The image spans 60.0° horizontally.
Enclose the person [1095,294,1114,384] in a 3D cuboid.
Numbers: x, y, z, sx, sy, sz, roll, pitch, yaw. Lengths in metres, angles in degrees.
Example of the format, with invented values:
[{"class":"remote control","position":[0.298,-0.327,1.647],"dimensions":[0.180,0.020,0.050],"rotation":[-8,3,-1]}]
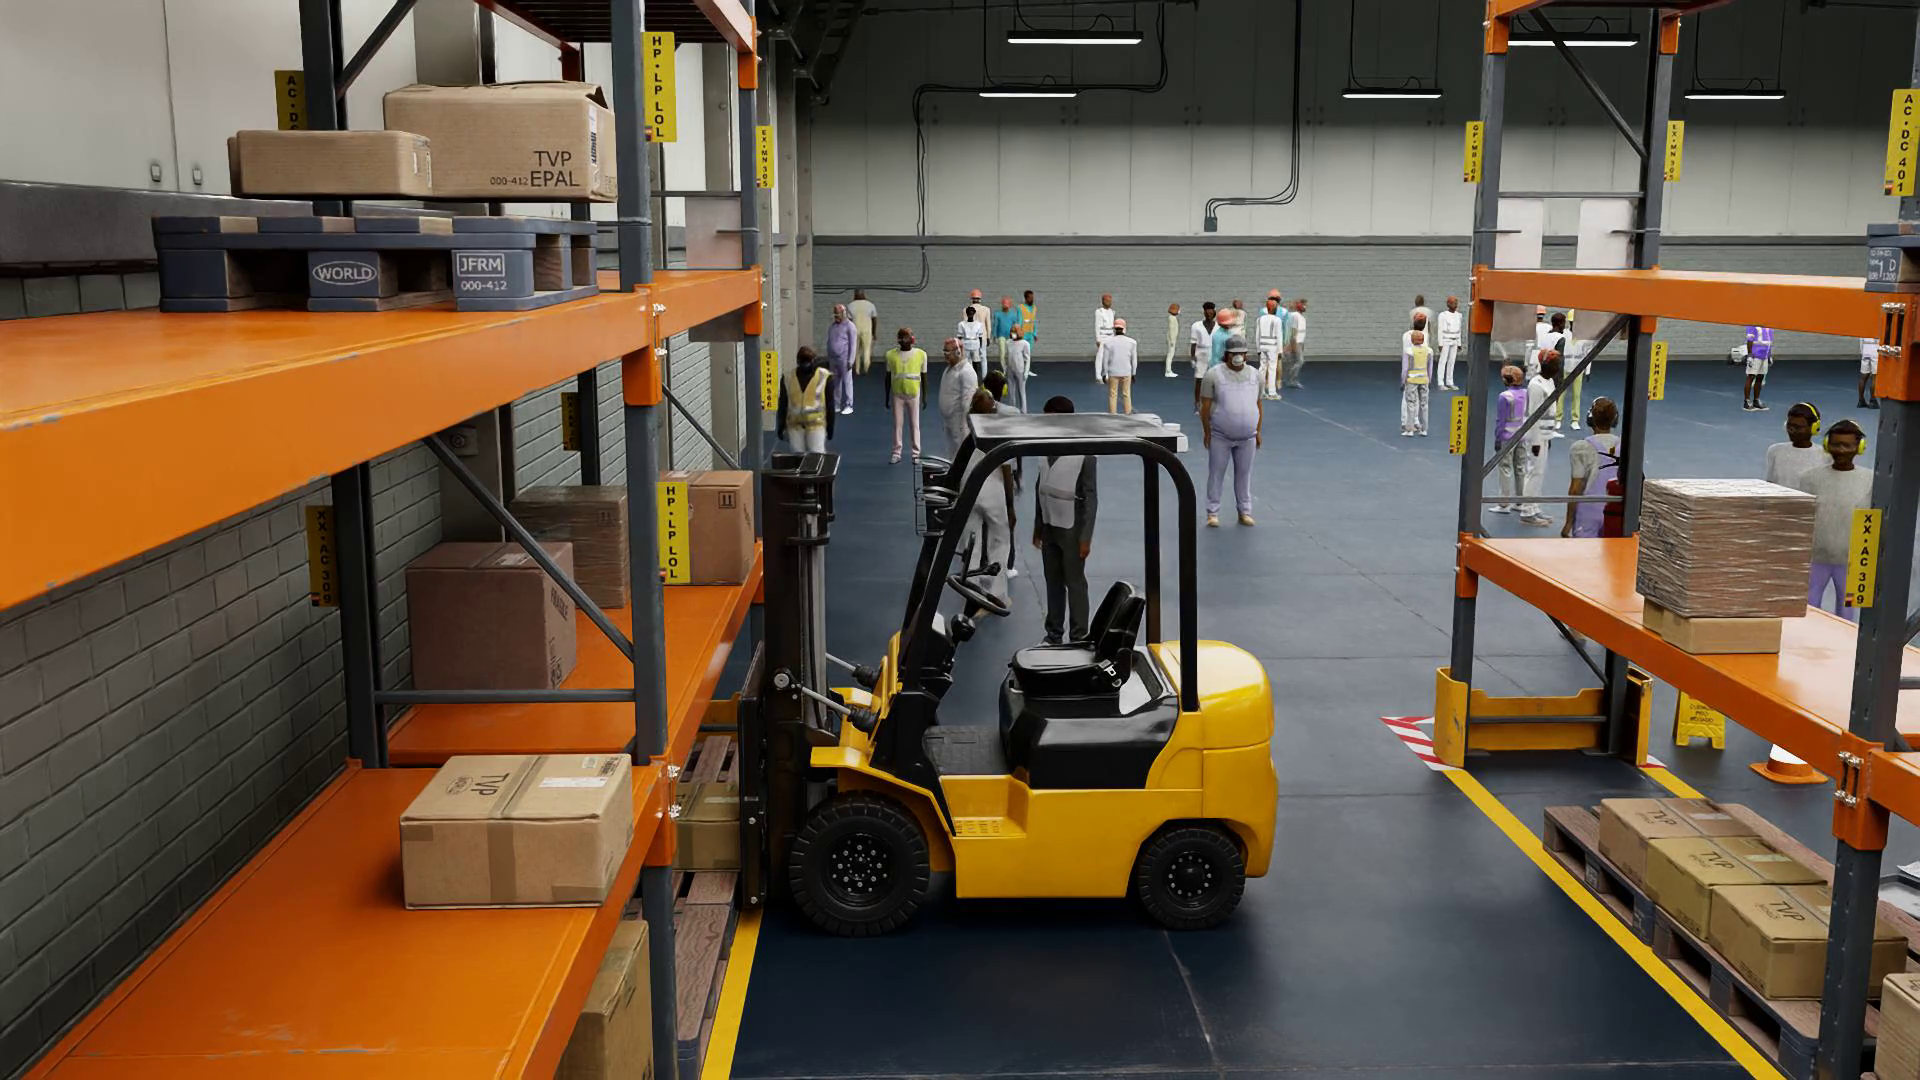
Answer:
[{"class":"person","position":[3.063,-4.233,35.081],"dimensions":[0.358,1.883,0.572],"rotation":[10,14,43]}]

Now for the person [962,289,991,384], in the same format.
[{"class":"person","position":[0.342,-4.222,34.705],"dimensions":[0.609,1.996,0.379],"rotation":[-2,10,-9]}]

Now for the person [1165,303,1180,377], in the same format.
[{"class":"person","position":[4.725,-4.434,36.927],"dimensions":[0.283,1.627,0.501],"rotation":[2,10,10]}]

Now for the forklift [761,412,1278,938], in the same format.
[{"class":"forklift","position":[0.291,0.548,7.580],"dimensions":[2.313,2.155,1.214],"rotation":[0,10,-2]}]

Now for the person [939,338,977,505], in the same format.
[{"class":"person","position":[-0.051,-1.354,19.003],"dimensions":[0.396,1.901,0.652],"rotation":[-4,11,-23]}]

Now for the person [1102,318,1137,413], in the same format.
[{"class":"person","position":[2.583,-2.718,27.006],"dimensions":[0.565,1.748,0.339],"rotation":[0,10,-1]}]

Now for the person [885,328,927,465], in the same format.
[{"class":"person","position":[-0.720,-1.934,22.383],"dimensions":[0.574,1.841,0.374],"rotation":[1,10,7]}]

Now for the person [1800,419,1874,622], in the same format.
[{"class":"person","position":[5.623,0.150,10.715],"dimensions":[0.533,1.864,0.310],"rotation":[7,12,33]}]

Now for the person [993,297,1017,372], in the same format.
[{"class":"person","position":[1.052,-4.730,38.306],"dimensions":[0.594,1.718,0.635],"rotation":[-1,10,-5]}]

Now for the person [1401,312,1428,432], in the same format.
[{"class":"person","position":[7.197,-2.652,26.263],"dimensions":[0.573,1.887,0.356],"rotation":[-9,14,-41]}]

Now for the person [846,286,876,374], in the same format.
[{"class":"person","position":[-2.226,-4.703,37.262],"dimensions":[0.689,2.000,0.827],"rotation":[0,10,-3]}]

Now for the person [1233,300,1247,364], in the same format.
[{"class":"person","position":[6.525,-4.828,39.110],"dimensions":[0.510,1.630,0.316],"rotation":[-6,12,-29]}]

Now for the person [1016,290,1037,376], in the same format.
[{"class":"person","position":[1.466,-4.586,36.951],"dimensions":[0.375,1.917,0.594],"rotation":[9,14,41]}]

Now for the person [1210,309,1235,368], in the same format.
[{"class":"person","position":[4.112,-2.661,26.170],"dimensions":[0.486,1.943,0.689],"rotation":[7,12,34]}]

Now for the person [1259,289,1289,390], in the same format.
[{"class":"person","position":[6.300,-4.034,33.535],"dimensions":[0.614,2.038,0.396],"rotation":[-1,10,-8]}]

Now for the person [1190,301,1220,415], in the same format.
[{"class":"person","position":[4.280,-3.135,28.733],"dimensions":[0.607,1.966,0.367],"rotation":[0,10,-1]}]

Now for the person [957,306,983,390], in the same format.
[{"class":"person","position":[0.203,-3.860,33.526],"dimensions":[0.533,1.696,0.318],"rotation":[-1,10,-7]}]

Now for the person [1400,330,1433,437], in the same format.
[{"class":"person","position":[7.009,-2.398,25.543],"dimensions":[0.514,1.636,0.315],"rotation":[-2,10,-11]}]

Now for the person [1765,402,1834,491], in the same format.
[{"class":"person","position":[5.935,-0.054,11.856],"dimensions":[0.518,1.865,0.326],"rotation":[9,14,42]}]

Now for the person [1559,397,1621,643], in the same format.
[{"class":"person","position":[4.750,-0.146,12.416],"dimensions":[0.520,1.844,0.331],"rotation":[-1,10,-6]}]

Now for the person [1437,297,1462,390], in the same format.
[{"class":"person","position":[9.888,-3.962,33.573],"dimensions":[0.573,1.883,0.355],"rotation":[-5,11,-27]}]

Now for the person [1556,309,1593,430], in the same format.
[{"class":"person","position":[9.750,-2.714,26.497],"dimensions":[0.590,1.926,0.388],"rotation":[3,11,15]}]

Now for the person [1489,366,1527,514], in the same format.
[{"class":"person","position":[6.078,-1.101,18.347],"dimensions":[0.519,1.632,0.313],"rotation":[-7,12,-34]}]

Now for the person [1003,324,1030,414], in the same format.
[{"class":"person","position":[0.932,-2.776,27.660],"dimensions":[0.499,1.634,0.289],"rotation":[7,12,33]}]

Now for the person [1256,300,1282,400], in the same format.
[{"class":"person","position":[5.883,-3.611,31.611],"dimensions":[0.337,1.881,0.584],"rotation":[-8,13,-39]}]

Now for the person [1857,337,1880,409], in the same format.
[{"class":"person","position":[16.395,-3.316,29.821],"dimensions":[0.361,1.938,0.545],"rotation":[-3,11,-16]}]

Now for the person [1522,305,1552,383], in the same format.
[{"class":"person","position":[9.829,-3.056,28.378],"dimensions":[0.552,1.933,0.368],"rotation":[-4,11,-22]}]

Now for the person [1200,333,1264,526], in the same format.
[{"class":"person","position":[2.887,-1.153,17.485],"dimensions":[0.683,2.000,0.538],"rotation":[-2,10,-8]}]

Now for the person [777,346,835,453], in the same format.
[{"class":"person","position":[-1.744,-1.278,18.795],"dimensions":[0.644,1.828,0.460],"rotation":[2,10,9]}]

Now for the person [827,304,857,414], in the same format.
[{"class":"person","position":[-2.086,-3.140,28.934],"dimensions":[0.642,1.907,0.410],"rotation":[8,13,39]}]

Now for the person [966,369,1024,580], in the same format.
[{"class":"person","position":[0.302,-0.574,14.748],"dimensions":[0.533,1.864,0.310],"rotation":[0,10,3]}]

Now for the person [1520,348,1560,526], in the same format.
[{"class":"person","position":[6.121,-1.084,17.573],"dimensions":[0.358,1.879,0.582],"rotation":[6,12,32]}]

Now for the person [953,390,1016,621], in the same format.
[{"class":"person","position":[0.224,-0.290,13.286],"dimensions":[0.554,1.818,0.739],"rotation":[4,11,19]}]

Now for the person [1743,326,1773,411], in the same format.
[{"class":"person","position":[14.182,-3.273,29.499],"dimensions":[0.602,1.966,0.368],"rotation":[-5,11,-27]}]

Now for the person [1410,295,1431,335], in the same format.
[{"class":"person","position":[10.182,-4.530,36.974],"dimensions":[0.528,1.797,0.944],"rotation":[-1,10,-5]}]

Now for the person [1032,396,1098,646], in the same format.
[{"class":"person","position":[0.746,-0.075,11.836],"dimensions":[0.394,1.913,0.587],"rotation":[-7,12,-35]}]

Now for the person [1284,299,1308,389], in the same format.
[{"class":"person","position":[6.869,-3.989,33.850],"dimensions":[0.440,1.831,0.608],"rotation":[5,11,25]}]

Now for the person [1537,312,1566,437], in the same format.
[{"class":"person","position":[9.073,-2.525,25.500],"dimensions":[0.397,1.911,0.588],"rotation":[-1,10,-7]}]
